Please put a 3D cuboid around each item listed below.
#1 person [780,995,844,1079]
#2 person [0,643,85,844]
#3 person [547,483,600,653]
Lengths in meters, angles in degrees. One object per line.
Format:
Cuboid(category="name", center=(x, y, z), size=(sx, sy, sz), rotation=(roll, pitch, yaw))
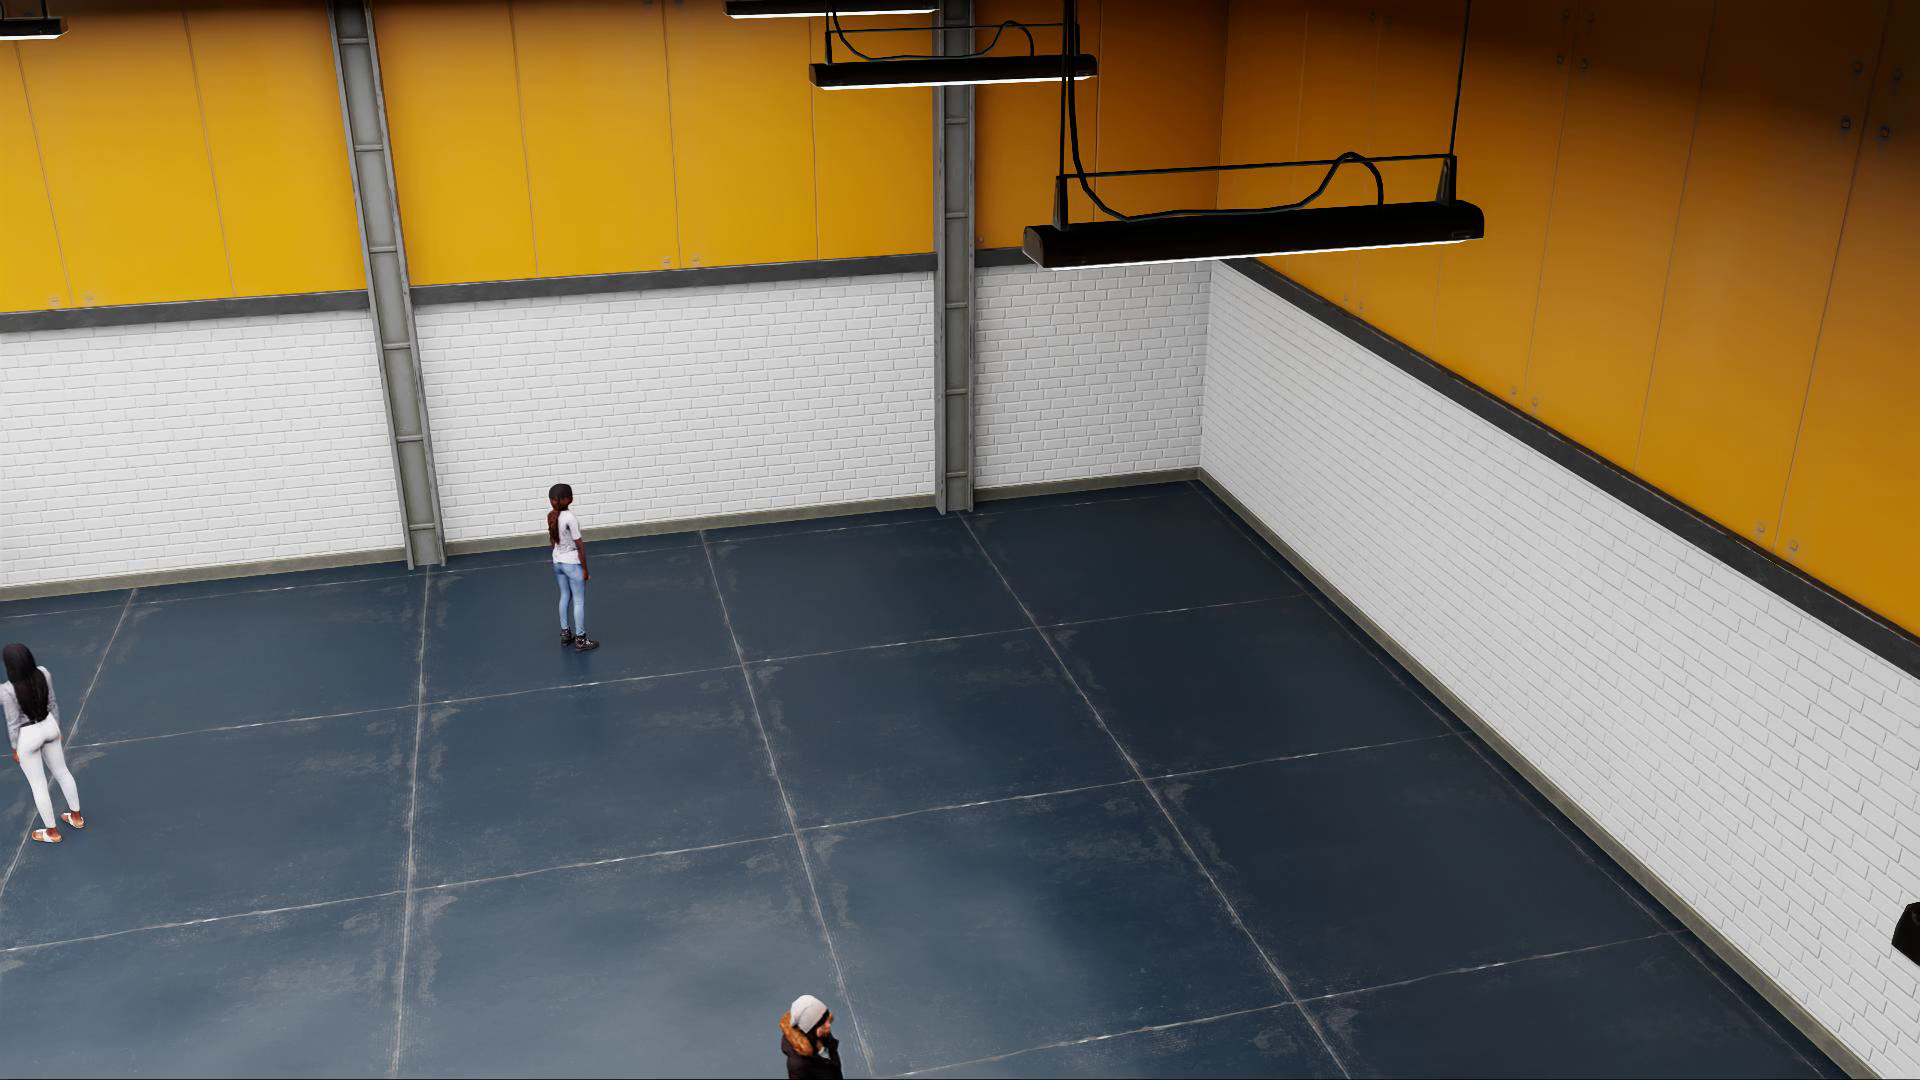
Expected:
Cuboid(category="person", center=(-0.819, 3.250, 9.389), size=(0.760, 1.633, 0.735), rotation=(6, 24, 12))
Cuboid(category="person", center=(-7.275, 1.571, 13.116), size=(0.712, 1.725, 0.671), rotation=(10, 26, 22))
Cuboid(category="person", center=(-3.795, 0.248, 16.151), size=(0.668, 1.719, 0.700), rotation=(18, 29, 35))
